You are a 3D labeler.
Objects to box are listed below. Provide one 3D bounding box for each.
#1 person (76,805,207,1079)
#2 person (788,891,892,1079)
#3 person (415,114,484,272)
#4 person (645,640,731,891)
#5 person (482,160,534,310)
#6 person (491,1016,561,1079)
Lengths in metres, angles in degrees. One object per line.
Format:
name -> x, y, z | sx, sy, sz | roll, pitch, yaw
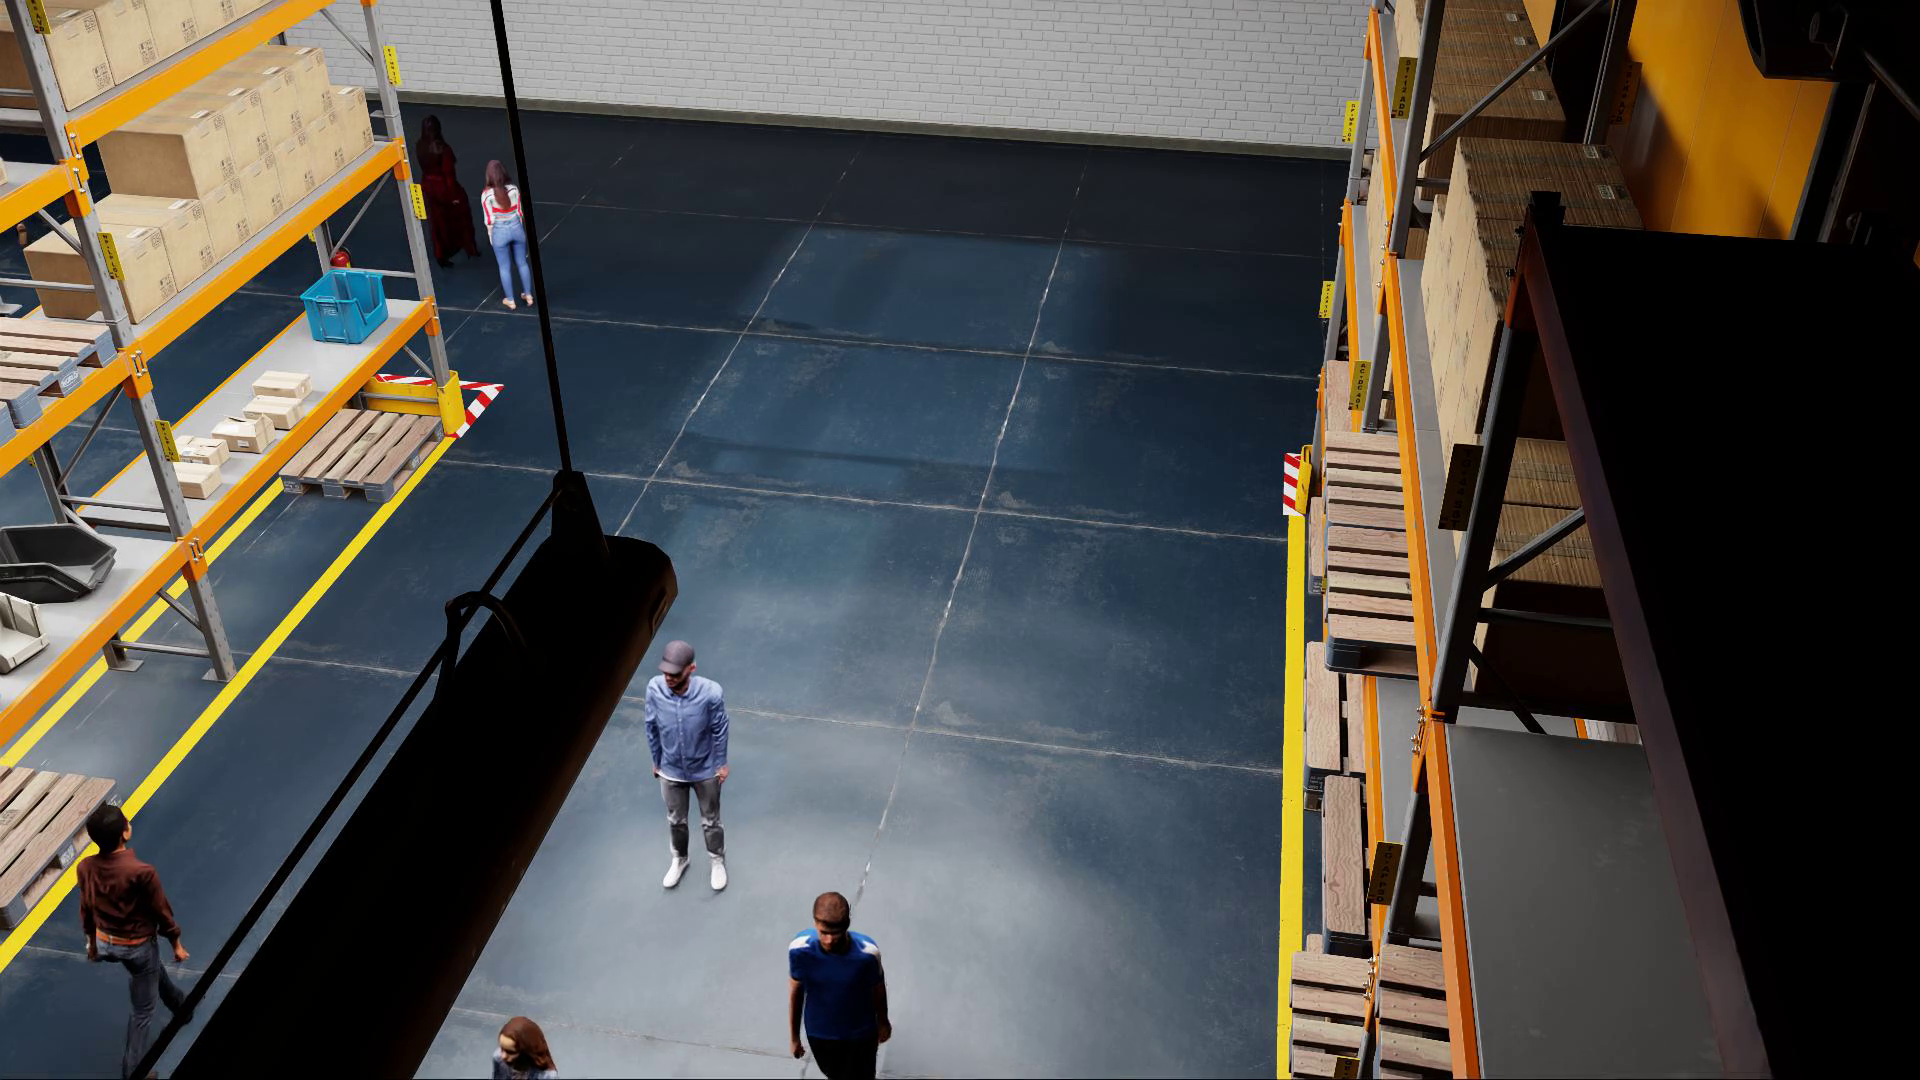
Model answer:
person -> -4.605, 2.307, 9.152 | 0.700, 1.723, 1.106 | 7, 34, 10
person -> -0.611, 2.475, 8.774 | 0.693, 1.861, 0.635 | 3, 34, 4
person -> -5.750, -3.771, 18.284 | 0.789, 1.735, 0.883 | 15, 36, 21
person -> -1.687, 1.391, 10.383 | 0.675, 1.886, 0.581 | 2, 34, 3
person -> -4.784, -3.248, 17.609 | 0.655, 1.612, 0.697 | -18, 37, -25
person -> -2.122, 2.919, 8.461 | 0.648, 1.468, 0.662 | 17, 37, 24
